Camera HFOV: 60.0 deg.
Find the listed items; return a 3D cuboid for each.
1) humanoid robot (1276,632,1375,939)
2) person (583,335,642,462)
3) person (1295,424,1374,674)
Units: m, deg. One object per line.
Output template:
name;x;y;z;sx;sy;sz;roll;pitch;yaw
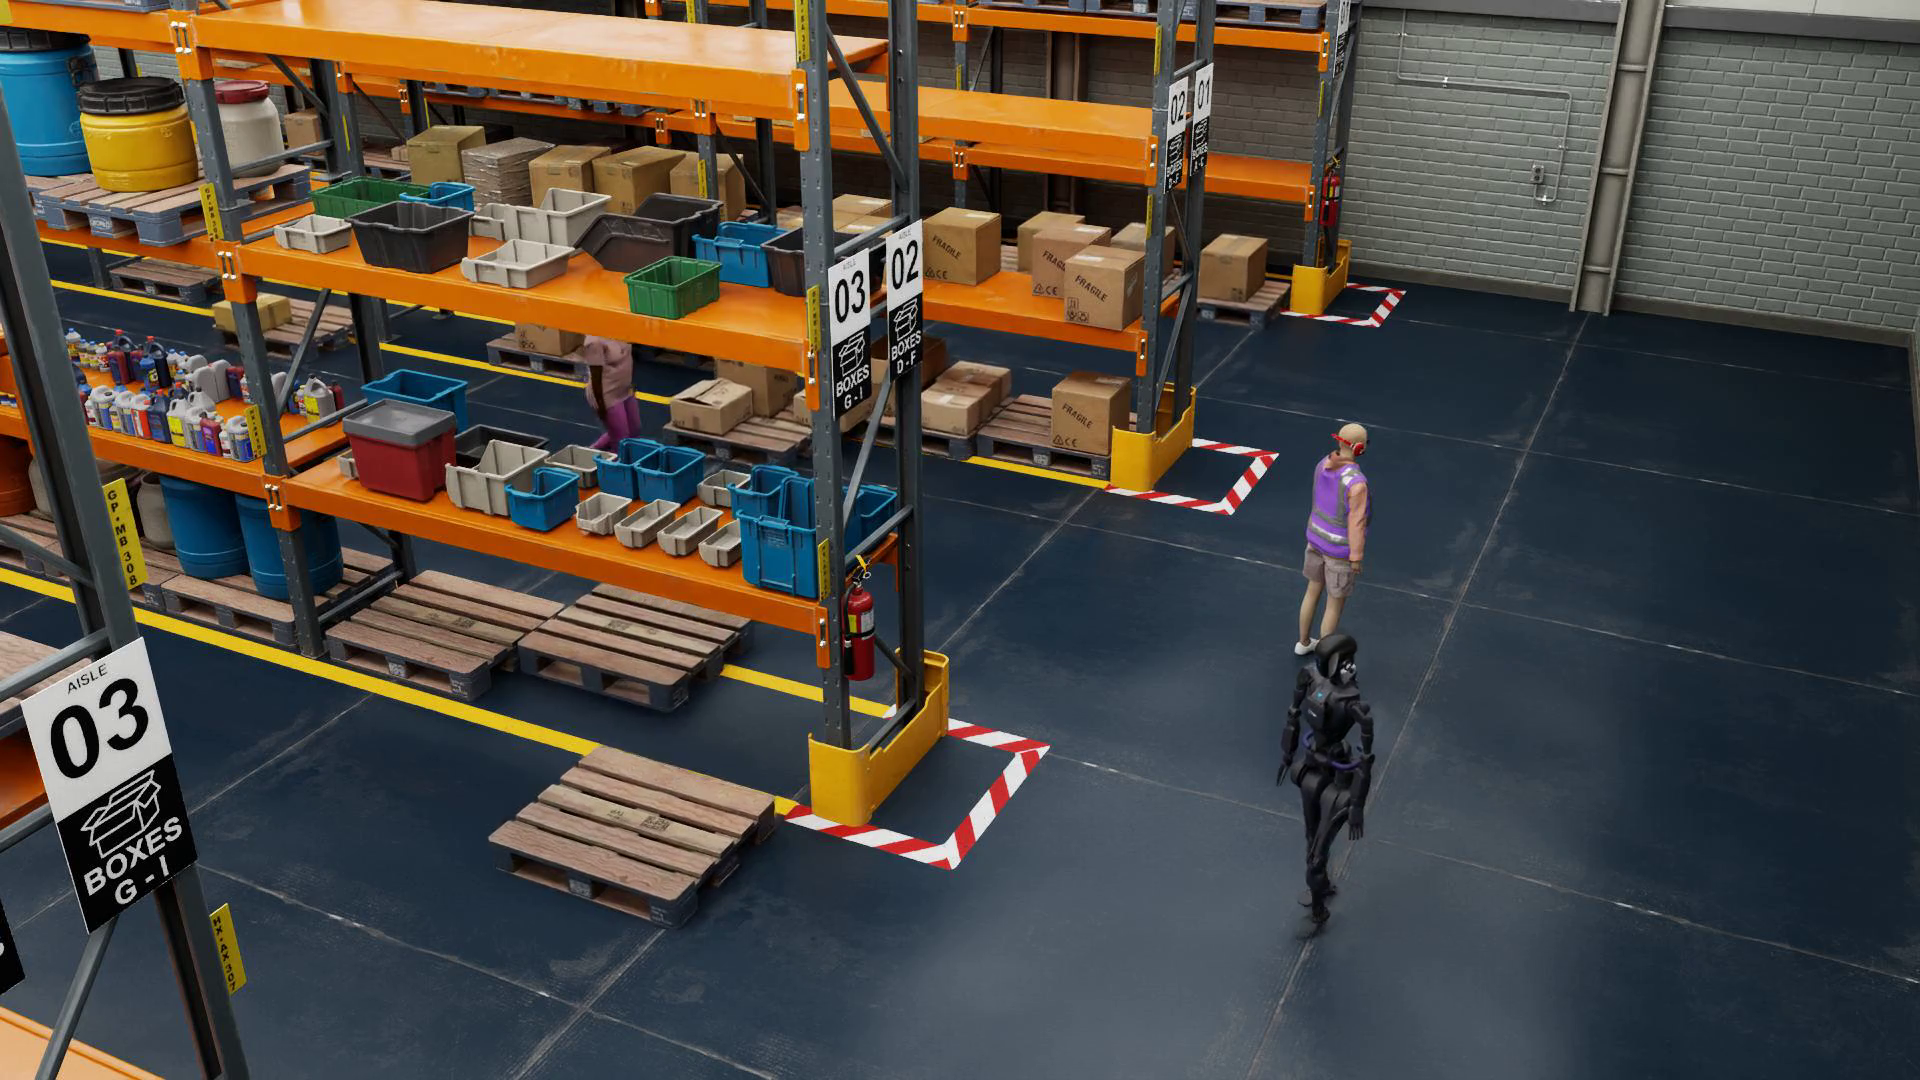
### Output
humanoid robot;1.821;1.187;8.314;0.461;1.643;0.606;-16;30;-29
person;-2.752;-1.122;12.883;0.571;1.774;0.530;7;27;13
person;2.388;0.052;10.602;0.349;1.688;0.491;-11;28;-21
